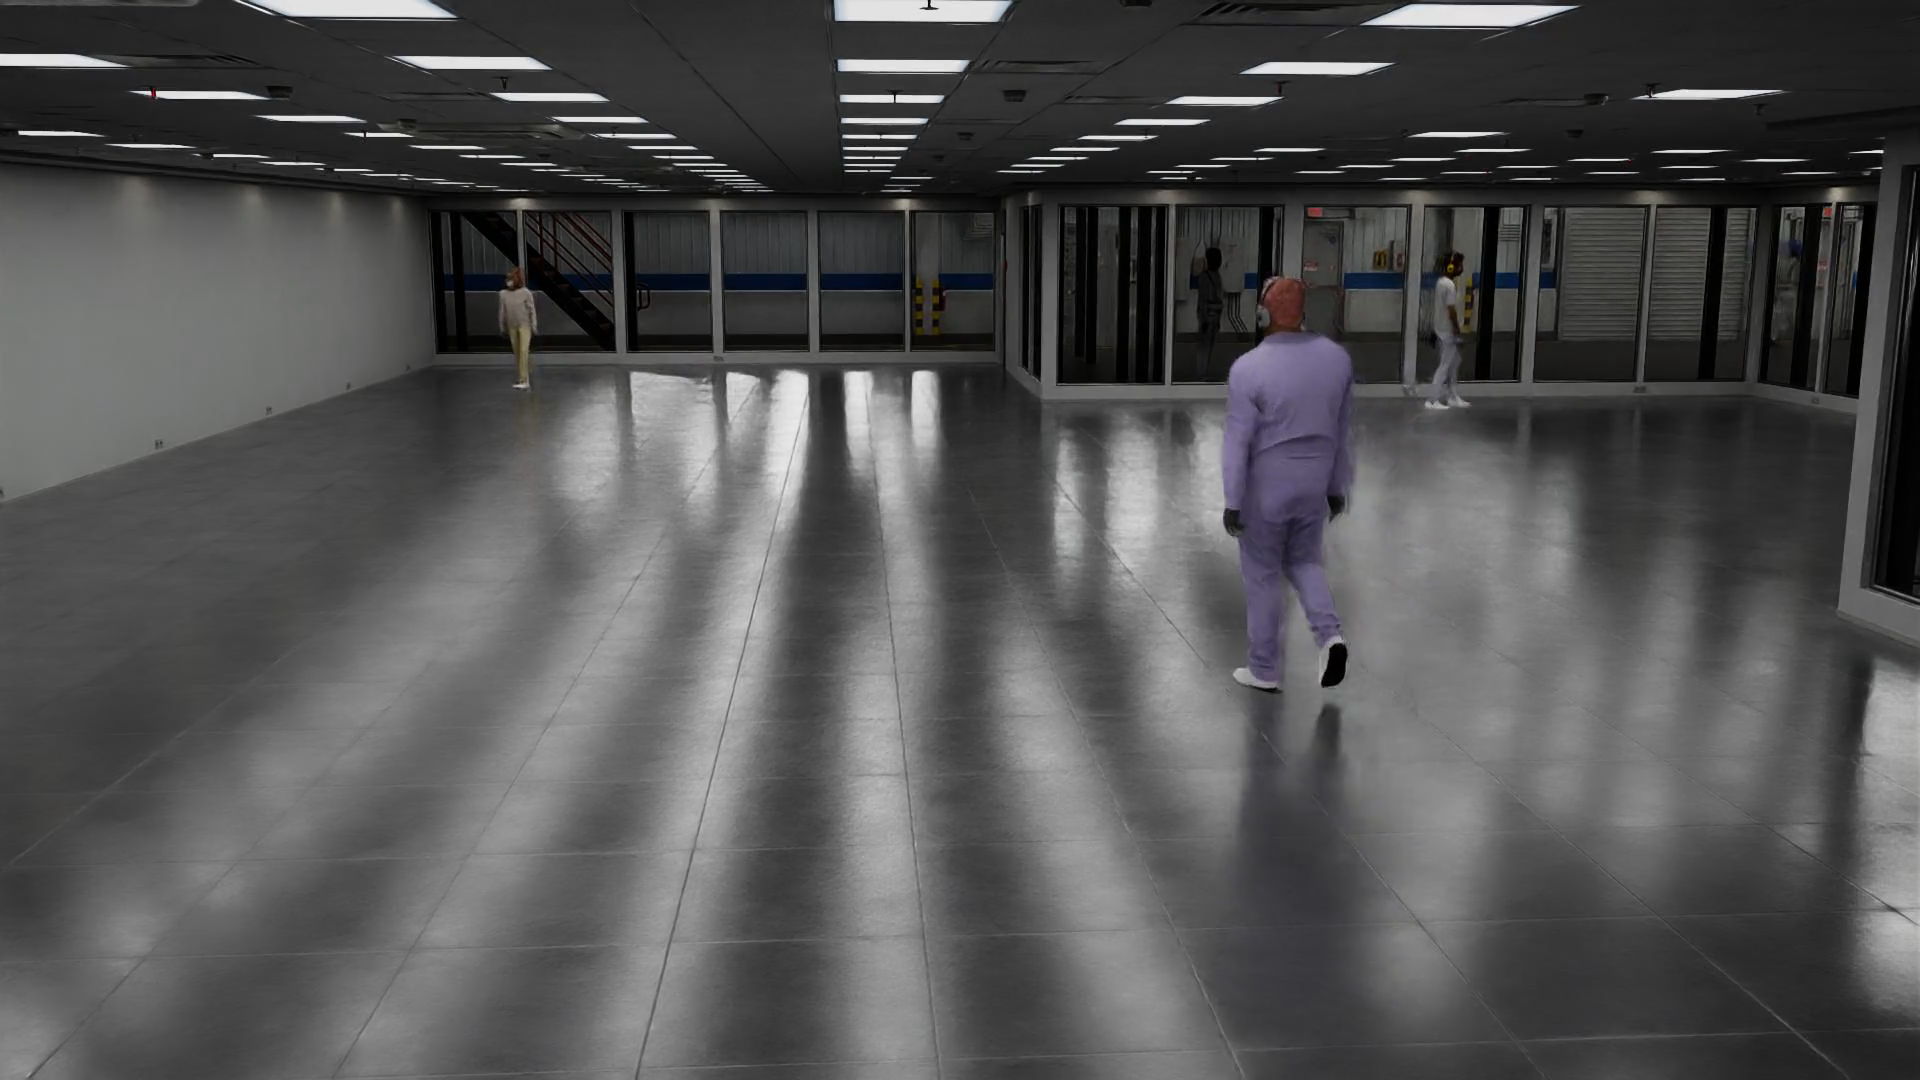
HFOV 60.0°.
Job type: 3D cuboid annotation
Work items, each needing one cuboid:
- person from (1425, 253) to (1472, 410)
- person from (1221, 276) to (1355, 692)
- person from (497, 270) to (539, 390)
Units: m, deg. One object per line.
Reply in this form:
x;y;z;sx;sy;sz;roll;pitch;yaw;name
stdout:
5.817;-2.437;19.514;0.740;1.836;0.566;0;11;-1;person
1.462;-0.225;7.433;0.674;1.890;0.525;-5;11;-23;person
-5.884;-2.779;22.043;0.527;1.582;0.716;2;11;12;person
